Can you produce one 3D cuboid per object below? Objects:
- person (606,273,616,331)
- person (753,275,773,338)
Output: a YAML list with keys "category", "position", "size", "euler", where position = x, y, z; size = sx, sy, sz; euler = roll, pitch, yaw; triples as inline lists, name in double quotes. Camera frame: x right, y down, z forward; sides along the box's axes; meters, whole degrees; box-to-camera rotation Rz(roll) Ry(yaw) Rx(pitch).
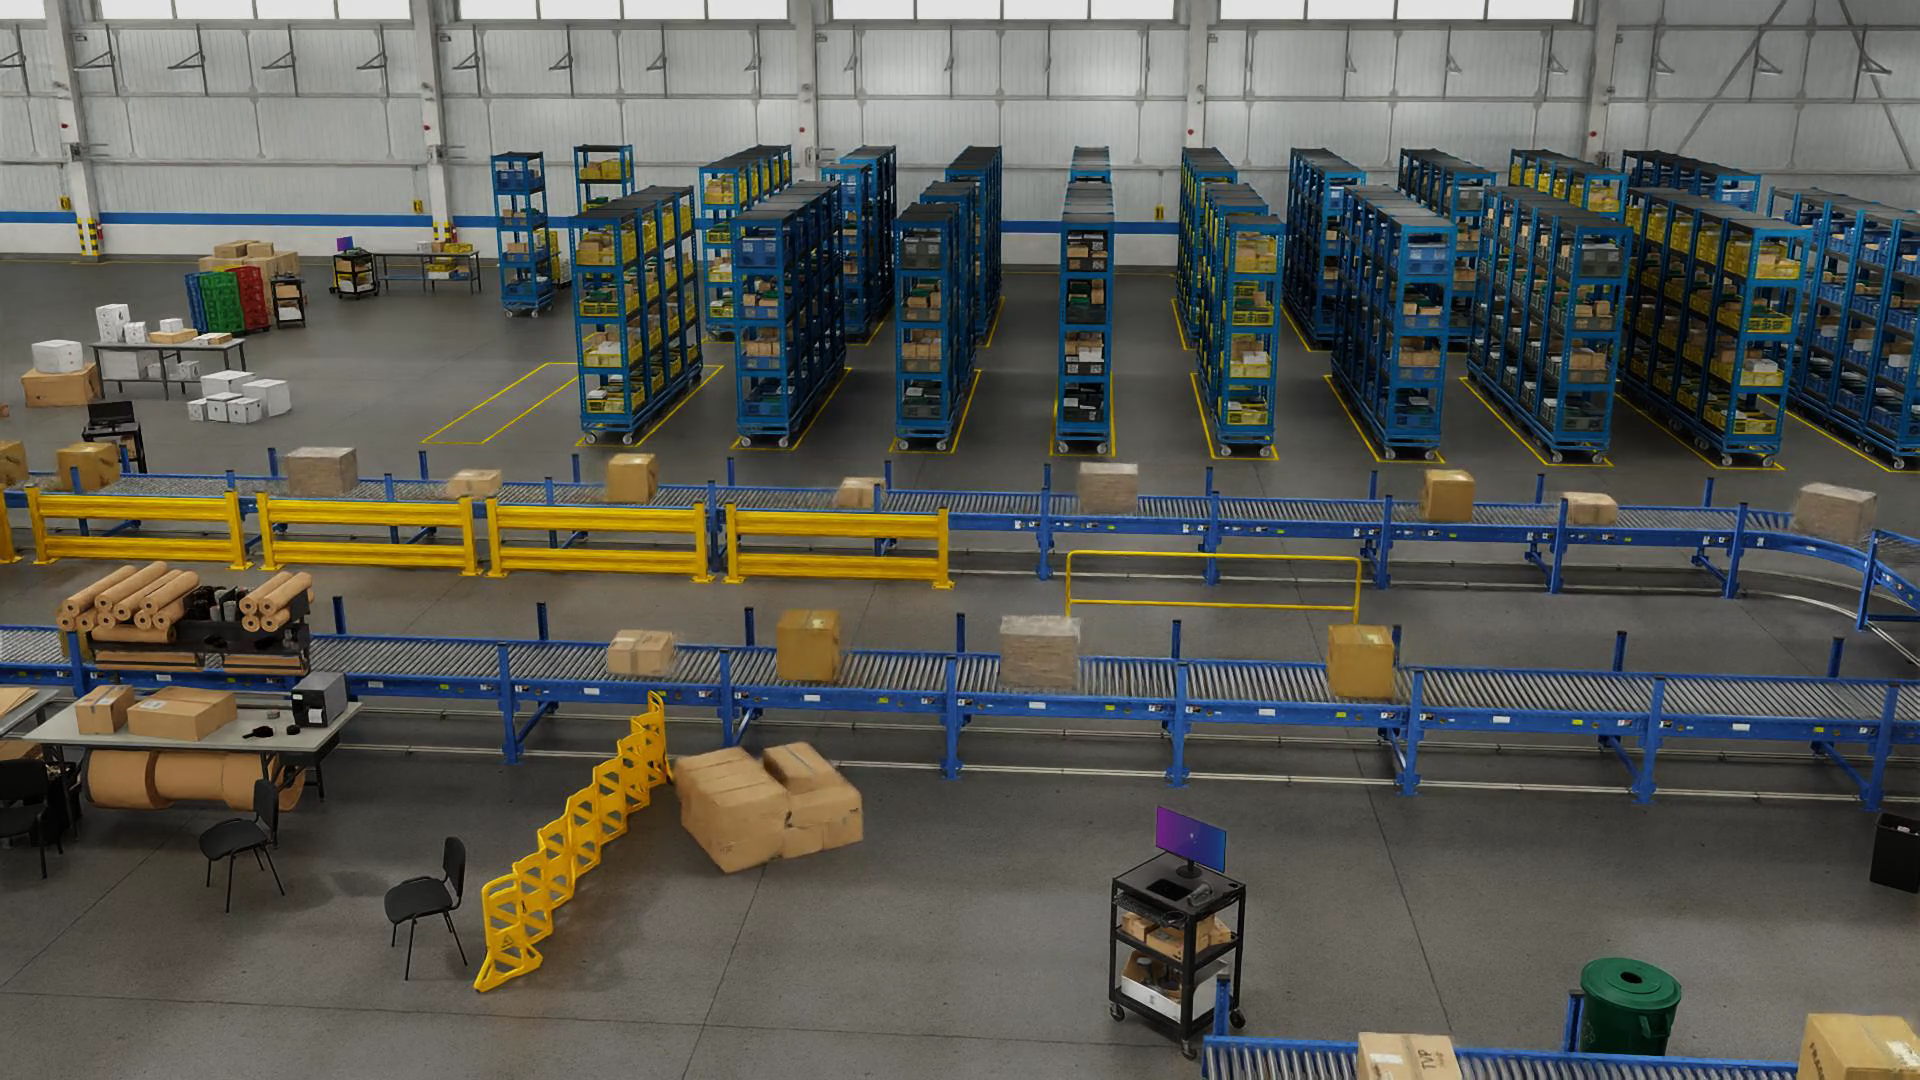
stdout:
- category: "person"
  position: [-6.741, -4.567, 33.081]
  size: [0.650, 1.817, 0.602]
  euler: [-2, 18, -7]
- category: "person"
  position: [-3.801, -4.405, 32.439]
  size: [0.703, 1.899, 0.403]
  euler: [-1, 18, -3]
